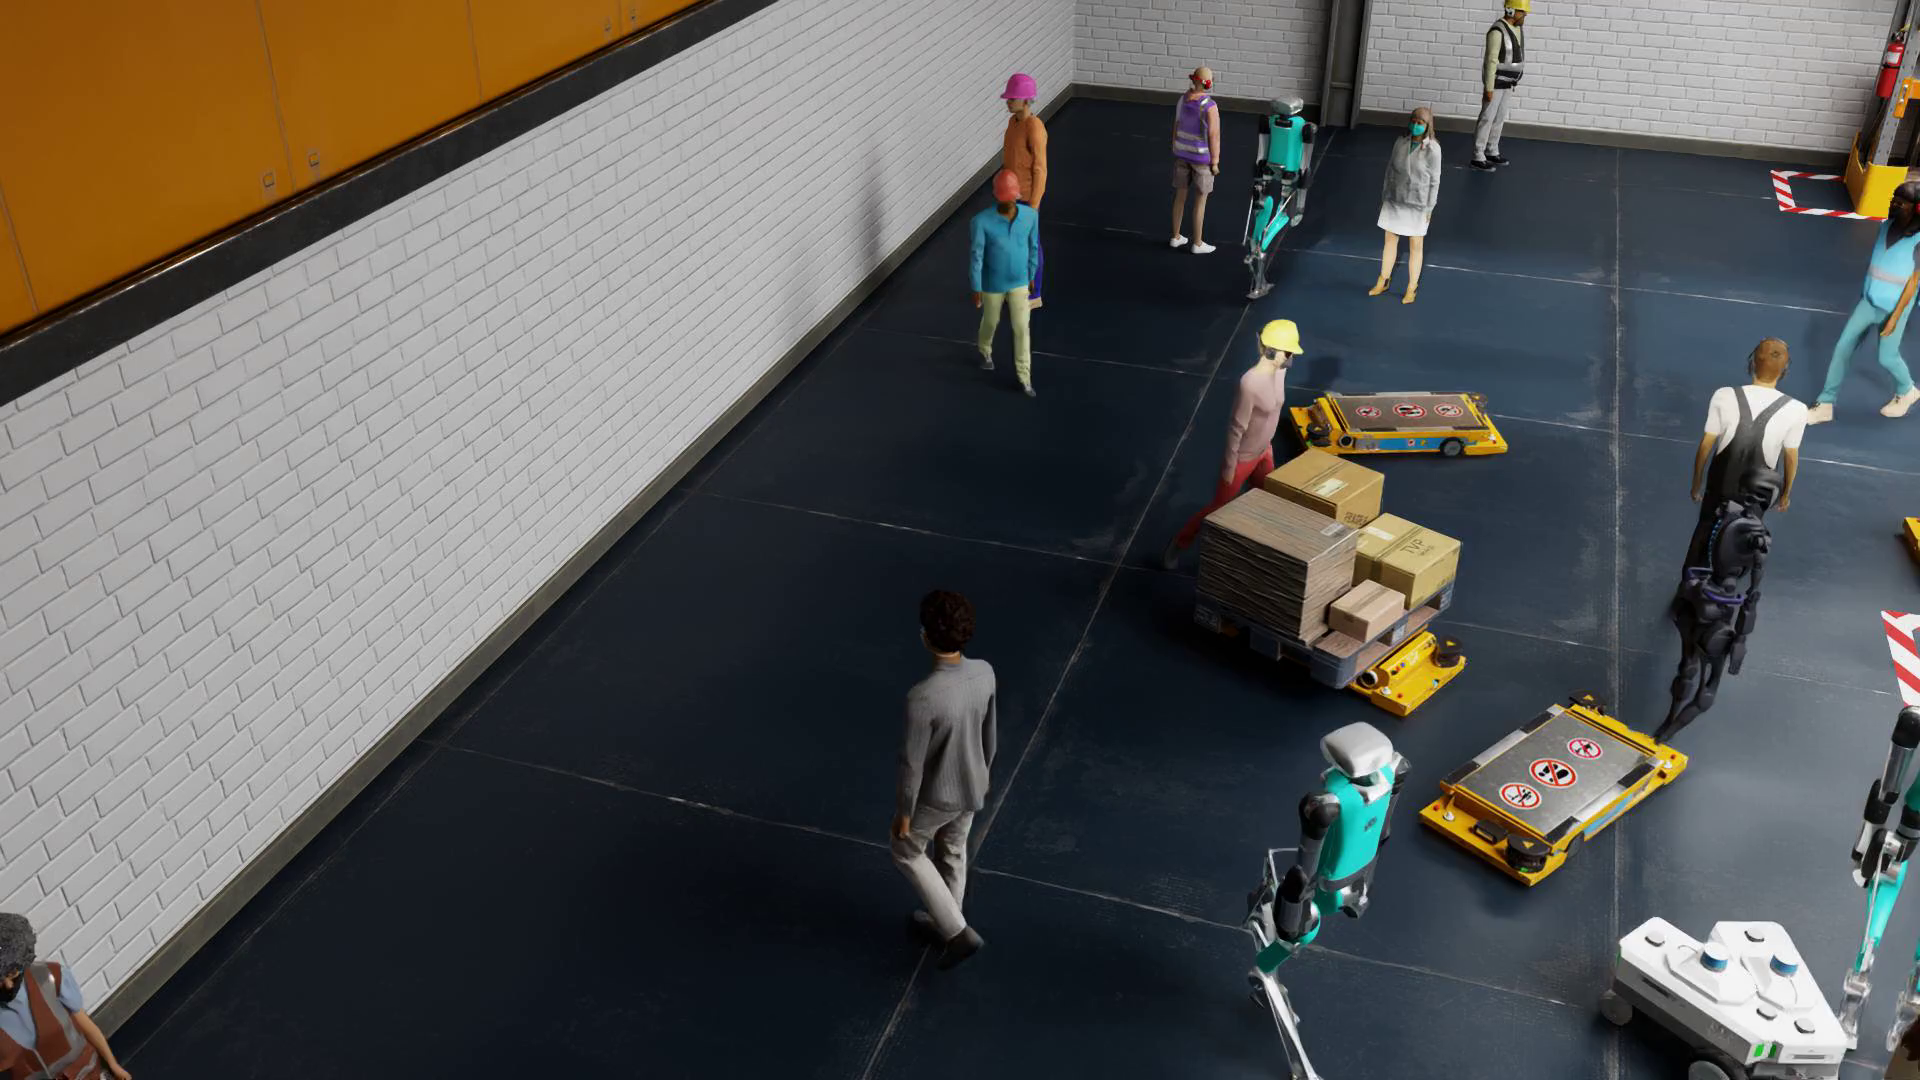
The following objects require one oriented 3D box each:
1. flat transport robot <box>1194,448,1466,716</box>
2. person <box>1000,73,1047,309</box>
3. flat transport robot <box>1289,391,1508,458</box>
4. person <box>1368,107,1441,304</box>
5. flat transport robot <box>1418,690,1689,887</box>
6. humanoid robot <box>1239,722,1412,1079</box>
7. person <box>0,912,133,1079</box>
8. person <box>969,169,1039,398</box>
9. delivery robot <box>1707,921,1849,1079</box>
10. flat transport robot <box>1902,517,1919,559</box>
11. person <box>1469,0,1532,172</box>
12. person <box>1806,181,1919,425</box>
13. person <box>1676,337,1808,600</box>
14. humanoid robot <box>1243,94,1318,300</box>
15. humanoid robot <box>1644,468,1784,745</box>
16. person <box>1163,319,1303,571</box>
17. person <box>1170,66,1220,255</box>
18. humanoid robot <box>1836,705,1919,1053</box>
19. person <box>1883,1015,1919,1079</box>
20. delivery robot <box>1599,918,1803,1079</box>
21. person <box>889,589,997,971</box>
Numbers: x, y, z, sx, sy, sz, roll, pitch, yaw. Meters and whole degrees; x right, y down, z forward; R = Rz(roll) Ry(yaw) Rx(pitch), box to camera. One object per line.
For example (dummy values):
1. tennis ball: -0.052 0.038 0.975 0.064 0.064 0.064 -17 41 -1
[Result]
1. flat transport robot: 2.149 0.538 9.710 1.431 0.231 0.659 26 39 37
2. person: 0.508 -2.886 13.844 0.383 1.983 0.516 -14 33 -22
3. flat transport robot: 3.163 -0.833 12.042 1.431 0.231 0.659 -1 30 -2
4. person: 3.779 -2.825 14.055 0.484 1.661 0.338 22 37 33
5. flat transport robot: 3.058 1.242 8.513 1.431 0.231 0.659 -23 37 -34
6. humanoid robot: 1.360 1.407 6.807 0.545 1.795 0.817 -21 36 -31
7. person: -3.219 1.967 5.877 0.355 1.680 0.518 26 39 37
8. person: 0.330 -1.998 12.619 0.568 1.712 0.811 -8 31 -14
9. delivery robot: 3.420 1.957 7.007 0.525 0.587 0.740 1 30 1
10. flat transport robot: 6.813 0.086 10.479 1.431 0.231 0.659 6 31 11
11. person: 5.586 -4.735 17.151 0.403 1.825 0.589 25 39 36
12. person: 6.691 -1.687 11.954 0.891 1.834 0.499 -10 32 -17
13. person: 4.547 -0.334 9.651 0.526 1.827 0.550 20 36 30
14. humanoid robot: 2.565 -2.775 13.916 0.539 1.792 0.830 24 38 35
15. humanoid robot: 3.847 0.377 8.603 0.474 1.646 0.608 -2 31 -4
16. person: 1.686 -0.565 10.146 0.652 1.731 0.573 22 37 32
17. person: 2.127 -3.432 15.057 0.347 1.693 0.495 -26 39 -37
18. humanoid robot: 3.862 1.451 6.722 0.536 1.815 0.677 17 35 27
19. person: 3.100 2.096 5.596 0.583 1.759 0.475 16 34 26
20. delivery robot: 3.138 1.962 7.010 0.499 0.599 0.797 -21 36 -31
21. person: -0.058 1.071 7.209 0.561 1.880 0.469 -24 38 -35
